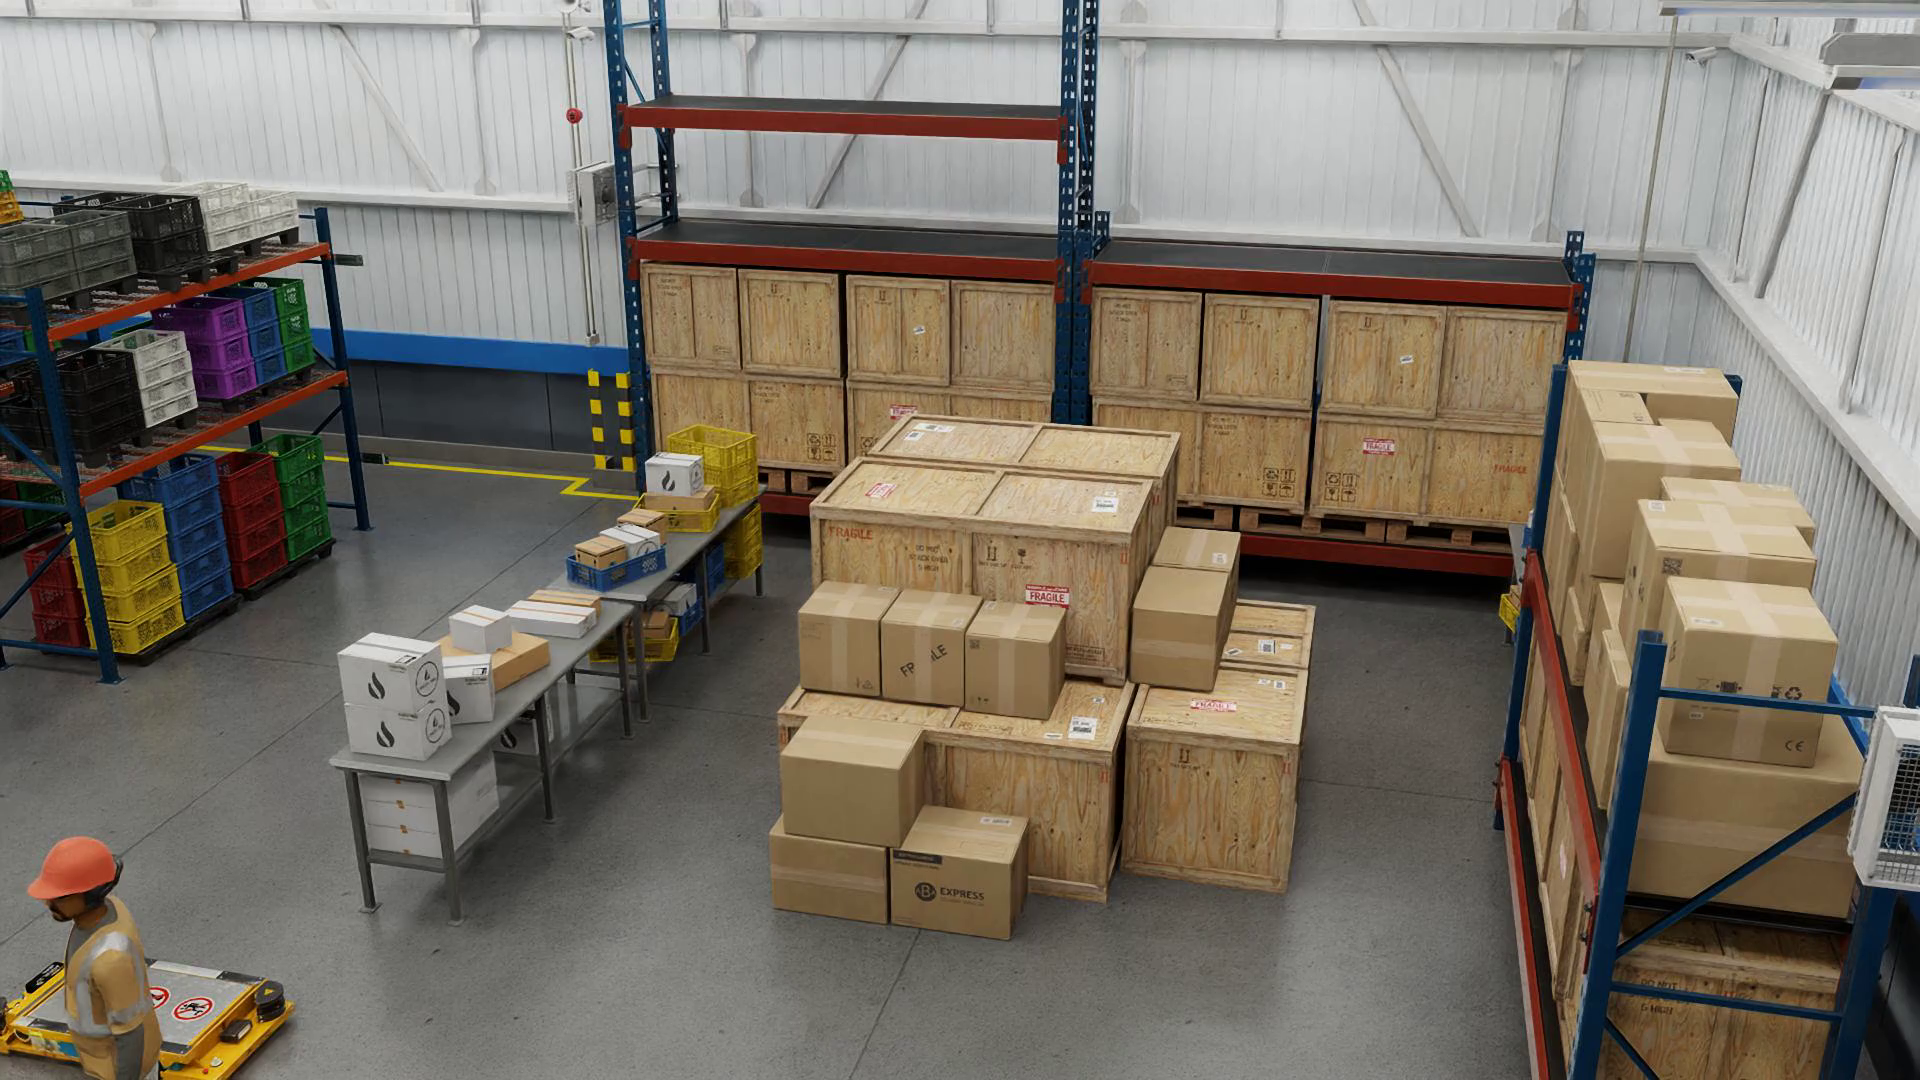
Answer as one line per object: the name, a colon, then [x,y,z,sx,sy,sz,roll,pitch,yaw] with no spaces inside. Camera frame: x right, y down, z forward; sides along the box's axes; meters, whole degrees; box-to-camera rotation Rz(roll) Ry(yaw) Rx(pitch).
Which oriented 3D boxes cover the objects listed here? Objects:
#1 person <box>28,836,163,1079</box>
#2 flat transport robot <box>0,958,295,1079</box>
person: [-3.535,2.143,6.953,0.366,2.048,0.606,-14,25,-32]
flat transport robot: [-4.270,2.464,8.601,1.431,0.231,0.659,5,22,13]
